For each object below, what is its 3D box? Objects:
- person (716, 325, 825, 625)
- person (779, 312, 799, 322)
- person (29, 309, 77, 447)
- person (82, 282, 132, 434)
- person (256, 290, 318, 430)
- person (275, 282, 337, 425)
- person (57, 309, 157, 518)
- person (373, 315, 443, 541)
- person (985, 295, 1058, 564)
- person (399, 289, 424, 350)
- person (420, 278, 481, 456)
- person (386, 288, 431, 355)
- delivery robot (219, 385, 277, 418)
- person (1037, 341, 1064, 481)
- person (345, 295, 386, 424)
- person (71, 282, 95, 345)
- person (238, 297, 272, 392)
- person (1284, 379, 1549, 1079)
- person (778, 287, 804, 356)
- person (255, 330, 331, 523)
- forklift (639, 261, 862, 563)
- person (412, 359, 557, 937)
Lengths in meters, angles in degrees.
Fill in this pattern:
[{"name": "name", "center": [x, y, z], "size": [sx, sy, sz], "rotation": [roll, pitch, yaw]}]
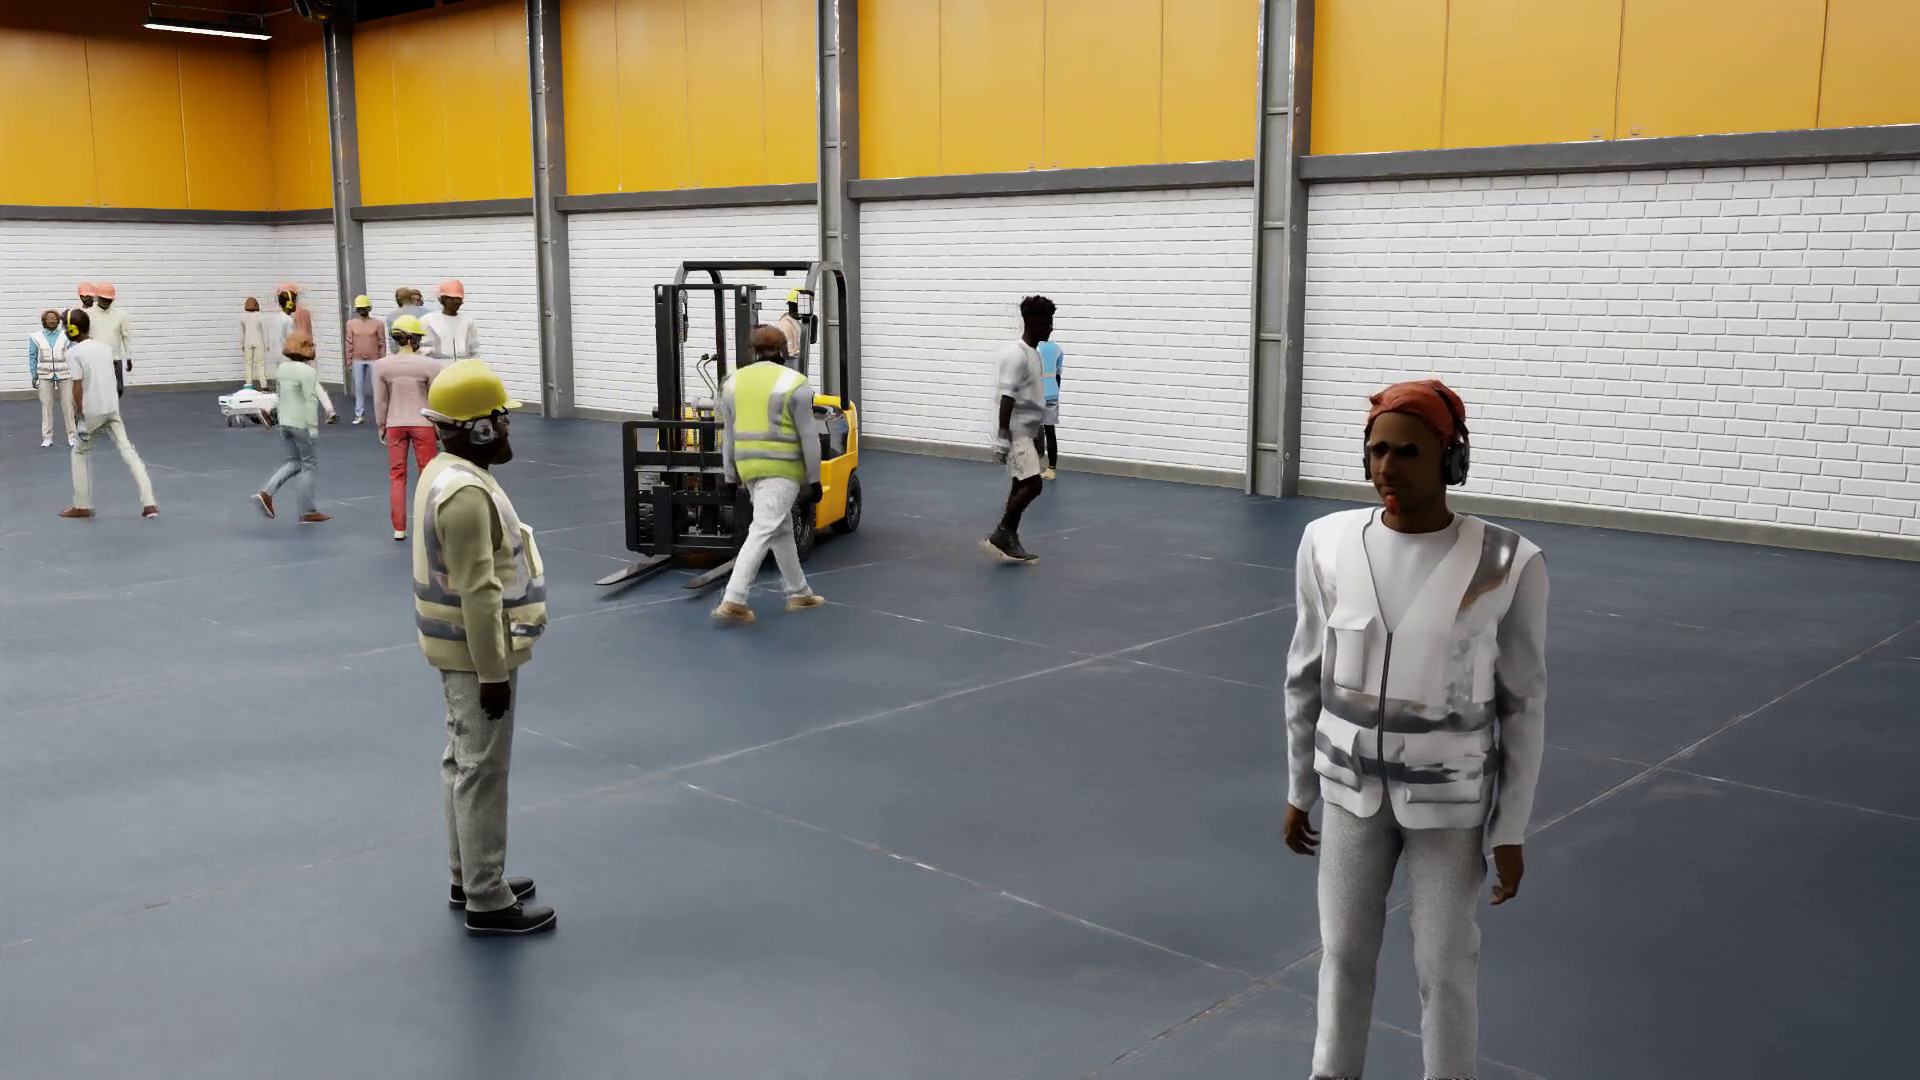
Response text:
[{"name": "person", "center": [-1.167, -0.393, 10.056], "size": [0.633, 1.797, 0.949], "rotation": [7, 12, 36]}, {"name": "person", "center": [-1.951, -1.765, 18.861], "size": [0.513, 1.640, 0.309], "rotation": [-7, 11, -35]}, {"name": "person", "center": [-10.818, -1.934, 19.882], "size": [0.523, 1.645, 0.303], "rotation": [-4, 10, -24]}, {"name": "person", "center": [-11.122, -2.367, 21.581], "size": [0.688, 1.961, 0.662], "rotation": [-7, 12, -38]}, {"name": "person", "center": [-8.711, -2.292, 21.457], "size": [0.644, 1.849, 0.528], "rotation": [-8, 12, -40]}, {"name": "person", "center": [-8.885, -2.521, 22.538], "size": [0.873, 1.954, 0.629], "rotation": [3, 10, 17]}, {"name": "person", "center": [-7.272, -1.052, 14.081], "size": [0.909, 1.796, 0.543], "rotation": [4, 10, 24]}, {"name": "person", "center": [-4.294, -0.871, 13.012], "size": [0.528, 1.762, 0.330], "rotation": [0, 9, -3]}, {"name": "person", "center": [0.454, -0.762, 11.792], "size": [0.472, 1.938, 0.666], "rotation": [3, 10, 18]}, {"name": "person", "center": [-7.313, -2.446, 22.405], "size": [0.506, 1.847, 0.346], "rotation": [-4, 10, -25]}, {"name": "person", "center": [-5.215, -1.665, 17.041], "size": [0.637, 2.031, 0.587], "rotation": [-6, 11, -35]}, {"name": "person", "center": [-7.208, -2.371, 21.881], "size": [0.996, 1.866, 0.636], "rotation": [9, 13, 43]}, {"name": "delivery robot", "center": [-9.601, -1.855, 22.442], "size": [0.477, 0.478, 0.707], "rotation": [8, 12, 40]}, {"name": "person", "center": [0.799, -1.418, 16.583], "size": [0.537, 1.690, 0.320], "rotation": [-6, 11, -33]}, {"name": "person", "center": [-8.107, -2.455, 22.707], "size": [0.533, 1.767, 0.326], "rotation": [-1, 9, -8]}, {"name": "person", "center": [-12.020, -2.592, 23.020], "size": [0.546, 1.939, 0.375], "rotation": [-7, 12, -38]}, {"name": "person", "center": [-12.147, -3.359, 28.643], "size": [0.503, 1.636, 0.280], "rotation": [0, 9, -1]}, {"name": "person", "center": [0.987, 0.586, 3.705], "size": [0.575, 1.881, 0.356], "rotation": [7, 11, 35]}, {"name": "person", "center": [-1.804, -1.801, 18.221], "size": [0.372, 1.922, 0.585], "rotation": [1, 9, 4]}, {"name": "person", "center": [-5.535, -0.923, 13.758], "size": [0.511, 1.617, 0.520], "rotation": [7, 12, 37]}, {"name": "forklift", "center": [-1.552, -1.040, 12.721], "size": [1.214, 2.155, 2.313], "rotation": [2, 9, 11]}, {"name": "person", "center": [-1.527, 0.343, 5.333], "size": [0.404, 1.836, 0.600], "rotation": [-4, 10, -24]}]
